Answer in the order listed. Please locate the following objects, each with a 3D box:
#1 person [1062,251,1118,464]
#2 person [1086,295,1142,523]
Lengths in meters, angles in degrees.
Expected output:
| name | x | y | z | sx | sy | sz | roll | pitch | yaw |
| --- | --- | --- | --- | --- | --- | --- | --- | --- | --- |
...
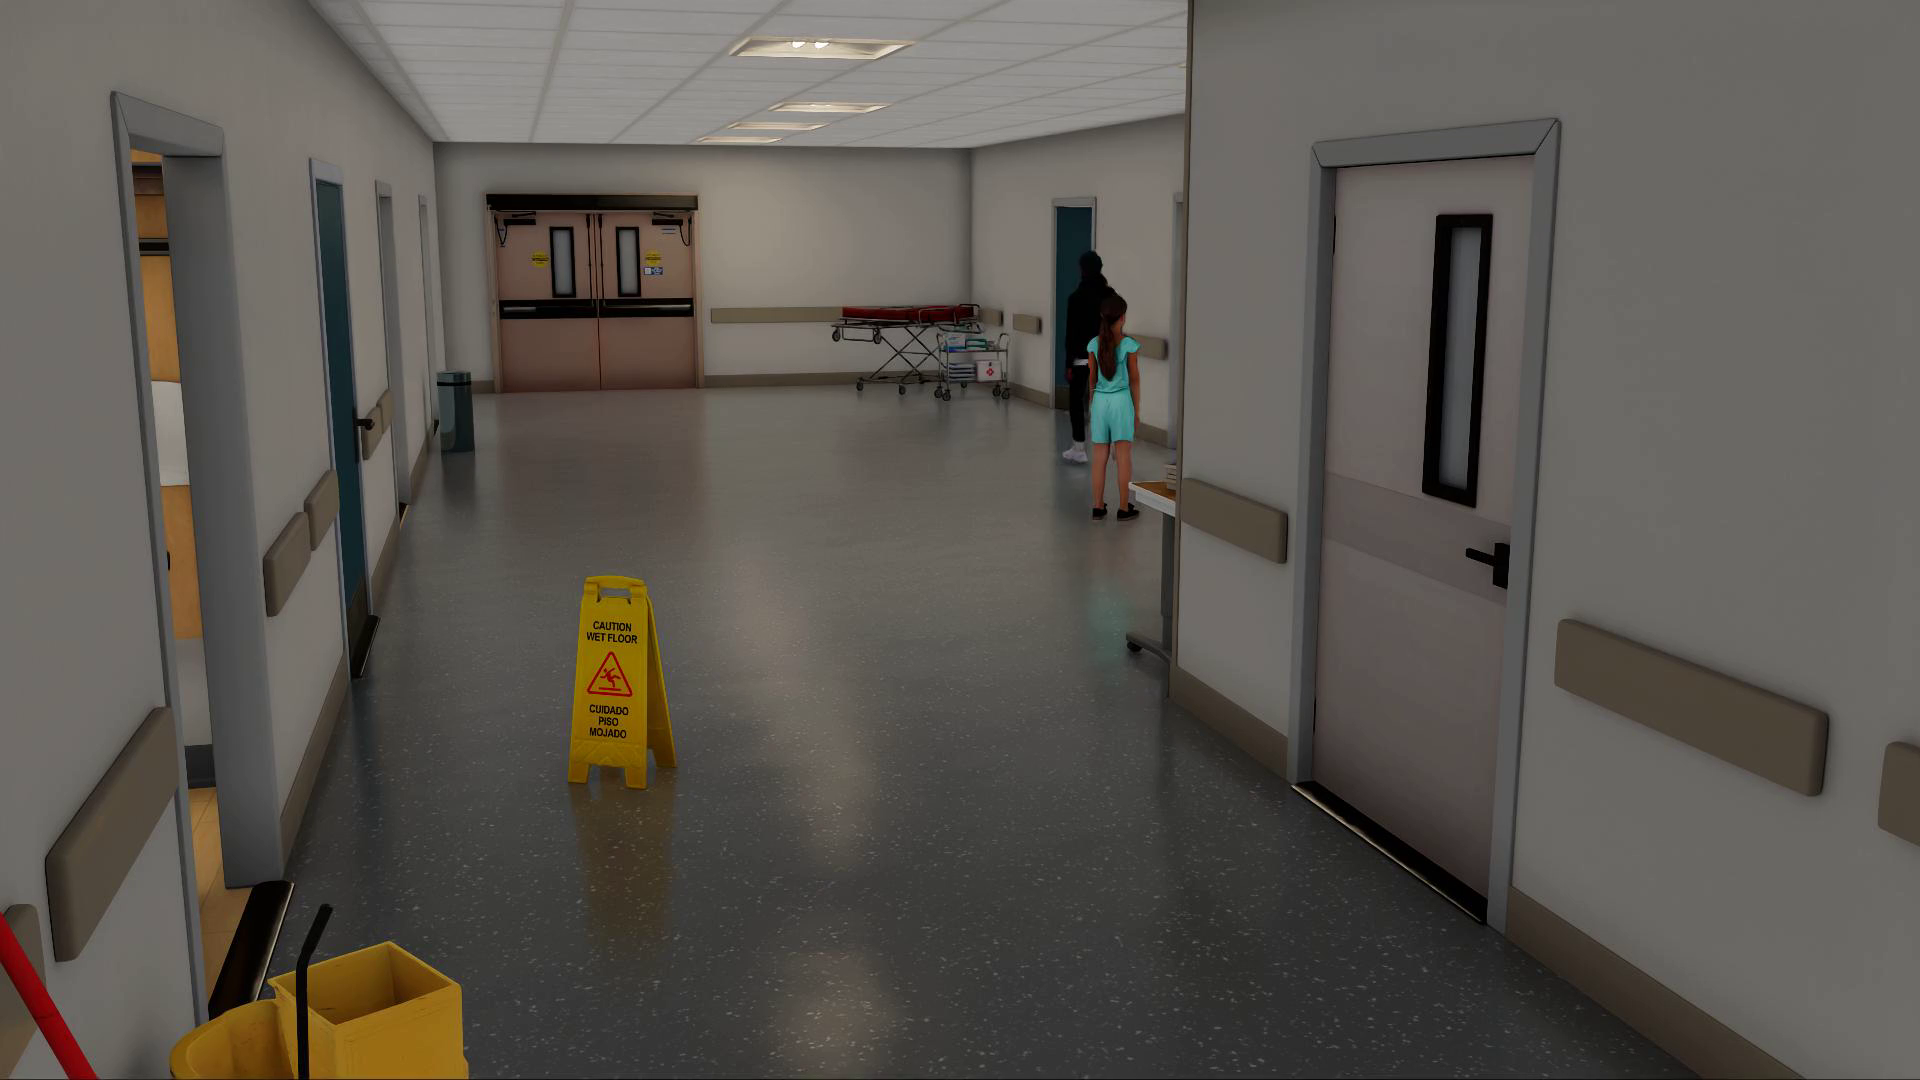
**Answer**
| name | x | y | z | sx | sy | sz | roll | pitch | yaw |
| --- | --- | --- | --- | --- | --- | --- | --- | --- | --- |
| person | 1.161 | -1.502 | 13.983 | 0.855 | 1.790 | 1.140 | -6 | 12 | -30 |
| person | 1.060 | -0.918 | 11.527 | 0.649 | 1.558 | 0.697 | 4 | 12 | 22 |
